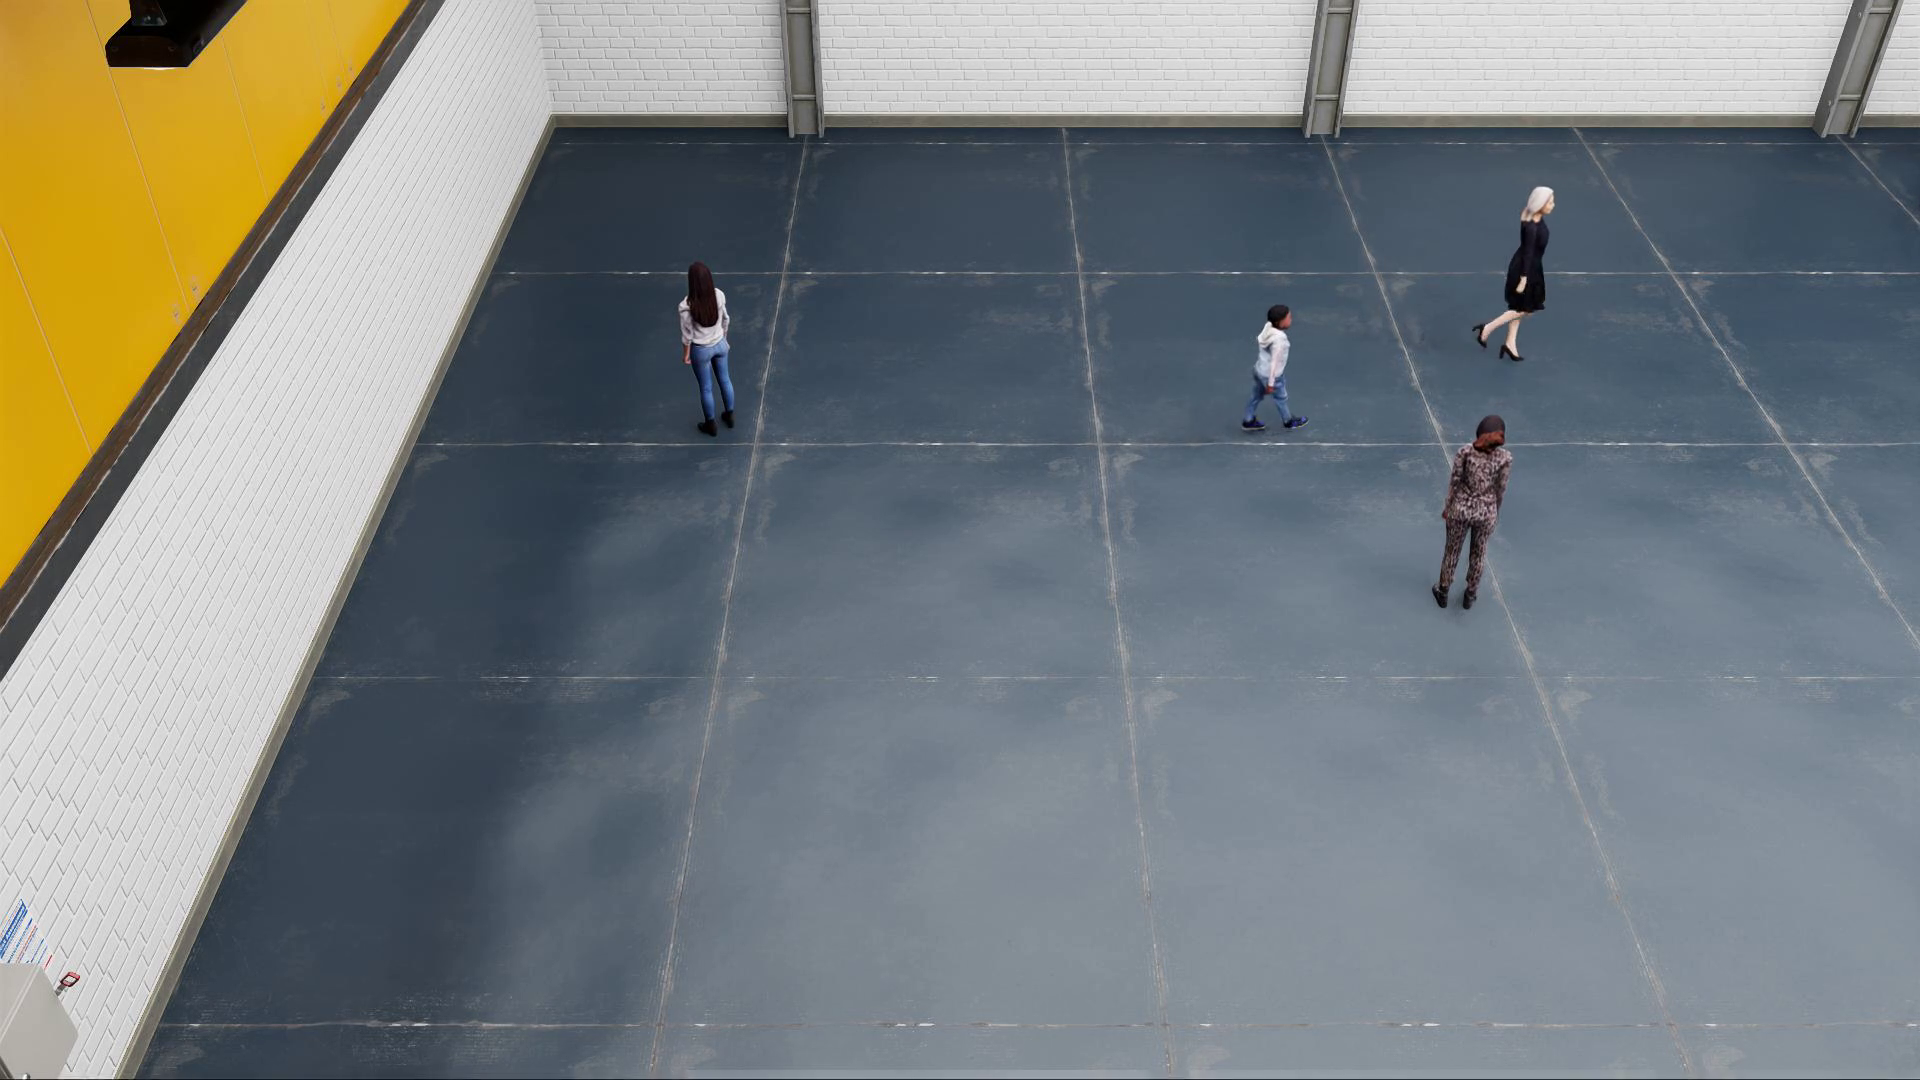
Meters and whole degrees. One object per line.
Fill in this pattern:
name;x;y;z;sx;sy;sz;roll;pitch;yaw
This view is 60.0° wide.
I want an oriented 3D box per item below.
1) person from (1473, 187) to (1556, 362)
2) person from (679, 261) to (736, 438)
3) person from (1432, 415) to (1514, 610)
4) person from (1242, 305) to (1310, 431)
person;5.036;-2.418;15.103;0.865;1.735;0.712;11;40;13
person;-2.140;-1.635;14.205;0.651;1.633;0.734;-27;46;-30
person;3.803;-0.204;12.349;0.556;1.713;0.674;7;39;8
person;2.606;-1.457;14.297;0.814;1.241;0.574;-6;39;-7
